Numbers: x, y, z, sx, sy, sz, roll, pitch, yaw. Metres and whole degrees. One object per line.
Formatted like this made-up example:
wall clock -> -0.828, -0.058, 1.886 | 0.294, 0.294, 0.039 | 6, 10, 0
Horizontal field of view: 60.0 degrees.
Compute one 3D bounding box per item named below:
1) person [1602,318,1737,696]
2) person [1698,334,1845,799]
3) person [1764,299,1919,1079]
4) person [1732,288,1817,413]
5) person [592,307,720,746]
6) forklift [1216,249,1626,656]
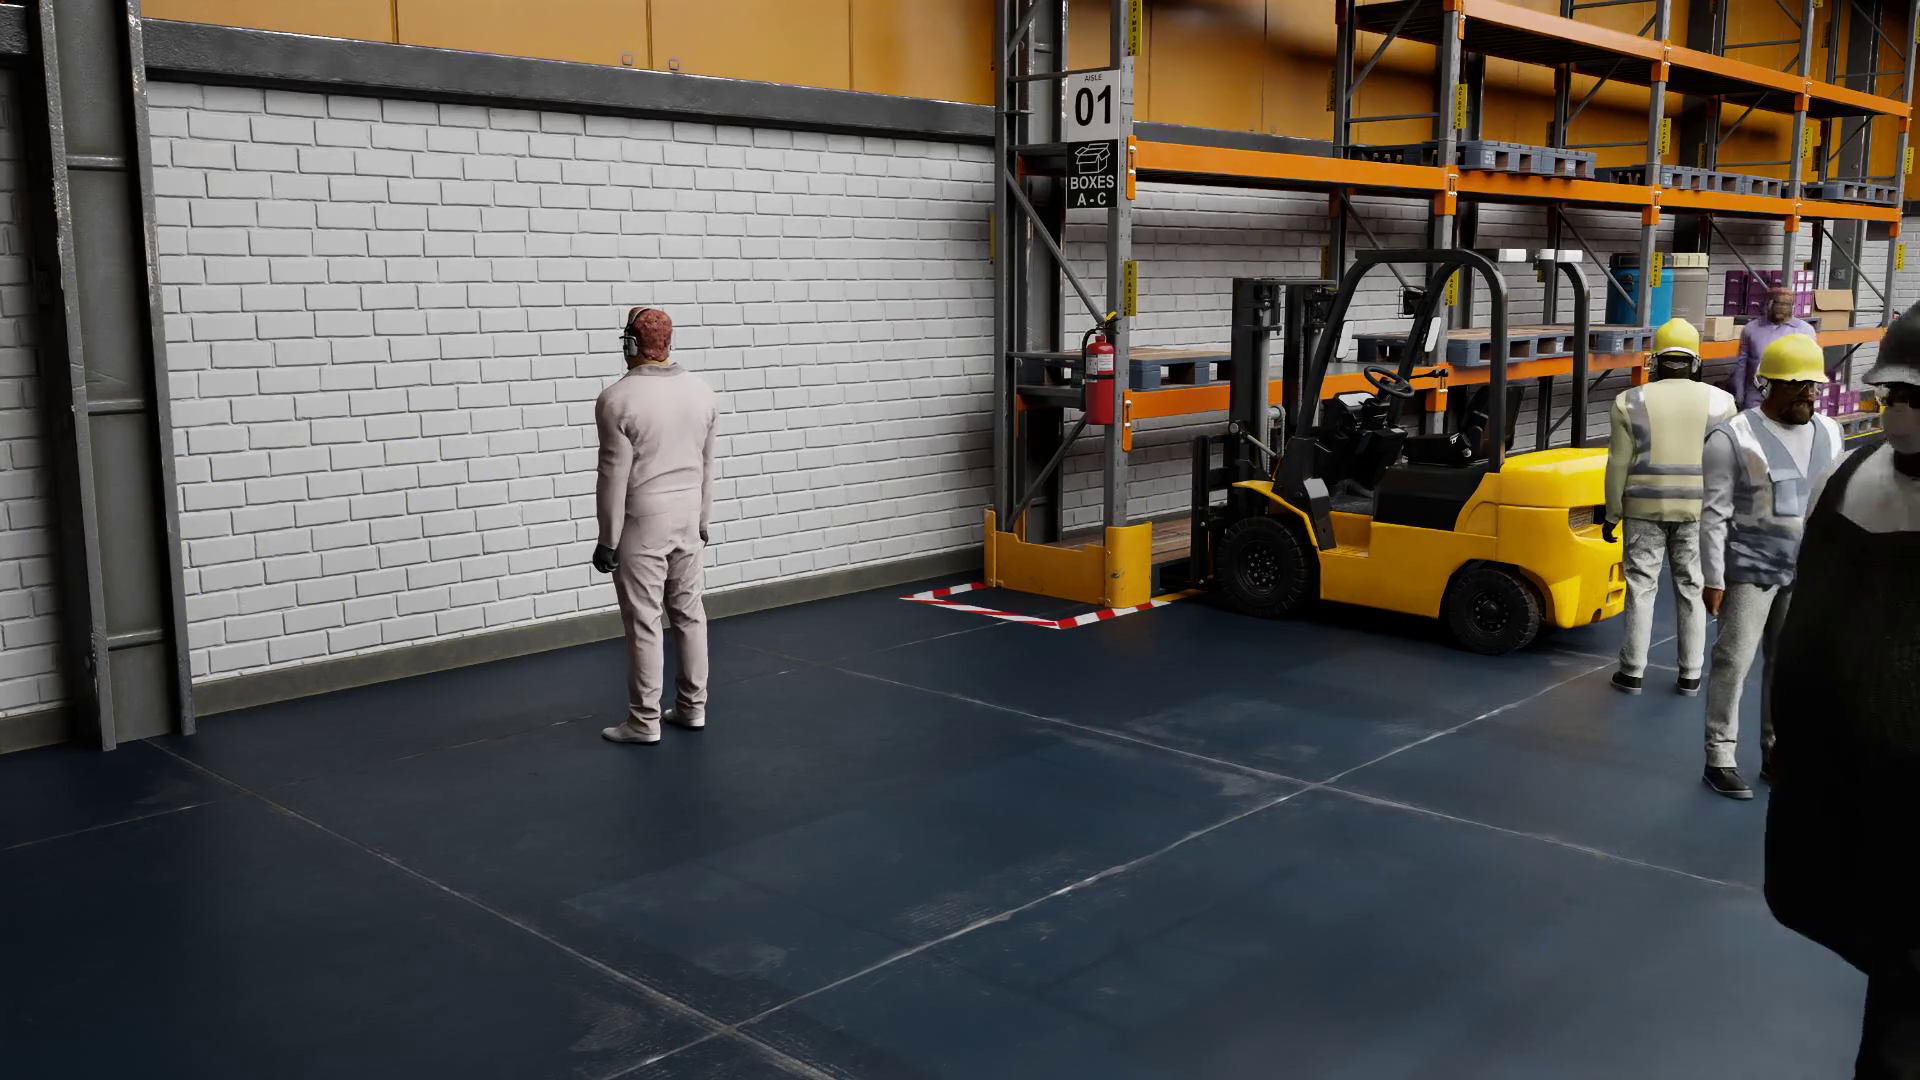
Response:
person -> 3.423, -0.150, 8.068 | 0.588, 1.834, 0.403 | 2, 9, 11
person -> 3.181, 0.110, 6.510 | 0.593, 1.826, 0.403 | -2, 9, -11
person -> 2.181, 0.445, 3.782 | 0.691, 2.000, 0.698 | -3, 10, -18
person -> 7.404, -1.333, 15.146 | 0.708, 1.898, 0.402 | 7, 11, 35
person -> -1.352, -0.060, 7.290 | 0.409, 1.909, 0.643 | 7, 12, 37
forklift -> 2.710, -0.584, 9.626 | 2.313, 2.155, 1.214 | 9, 13, 43
